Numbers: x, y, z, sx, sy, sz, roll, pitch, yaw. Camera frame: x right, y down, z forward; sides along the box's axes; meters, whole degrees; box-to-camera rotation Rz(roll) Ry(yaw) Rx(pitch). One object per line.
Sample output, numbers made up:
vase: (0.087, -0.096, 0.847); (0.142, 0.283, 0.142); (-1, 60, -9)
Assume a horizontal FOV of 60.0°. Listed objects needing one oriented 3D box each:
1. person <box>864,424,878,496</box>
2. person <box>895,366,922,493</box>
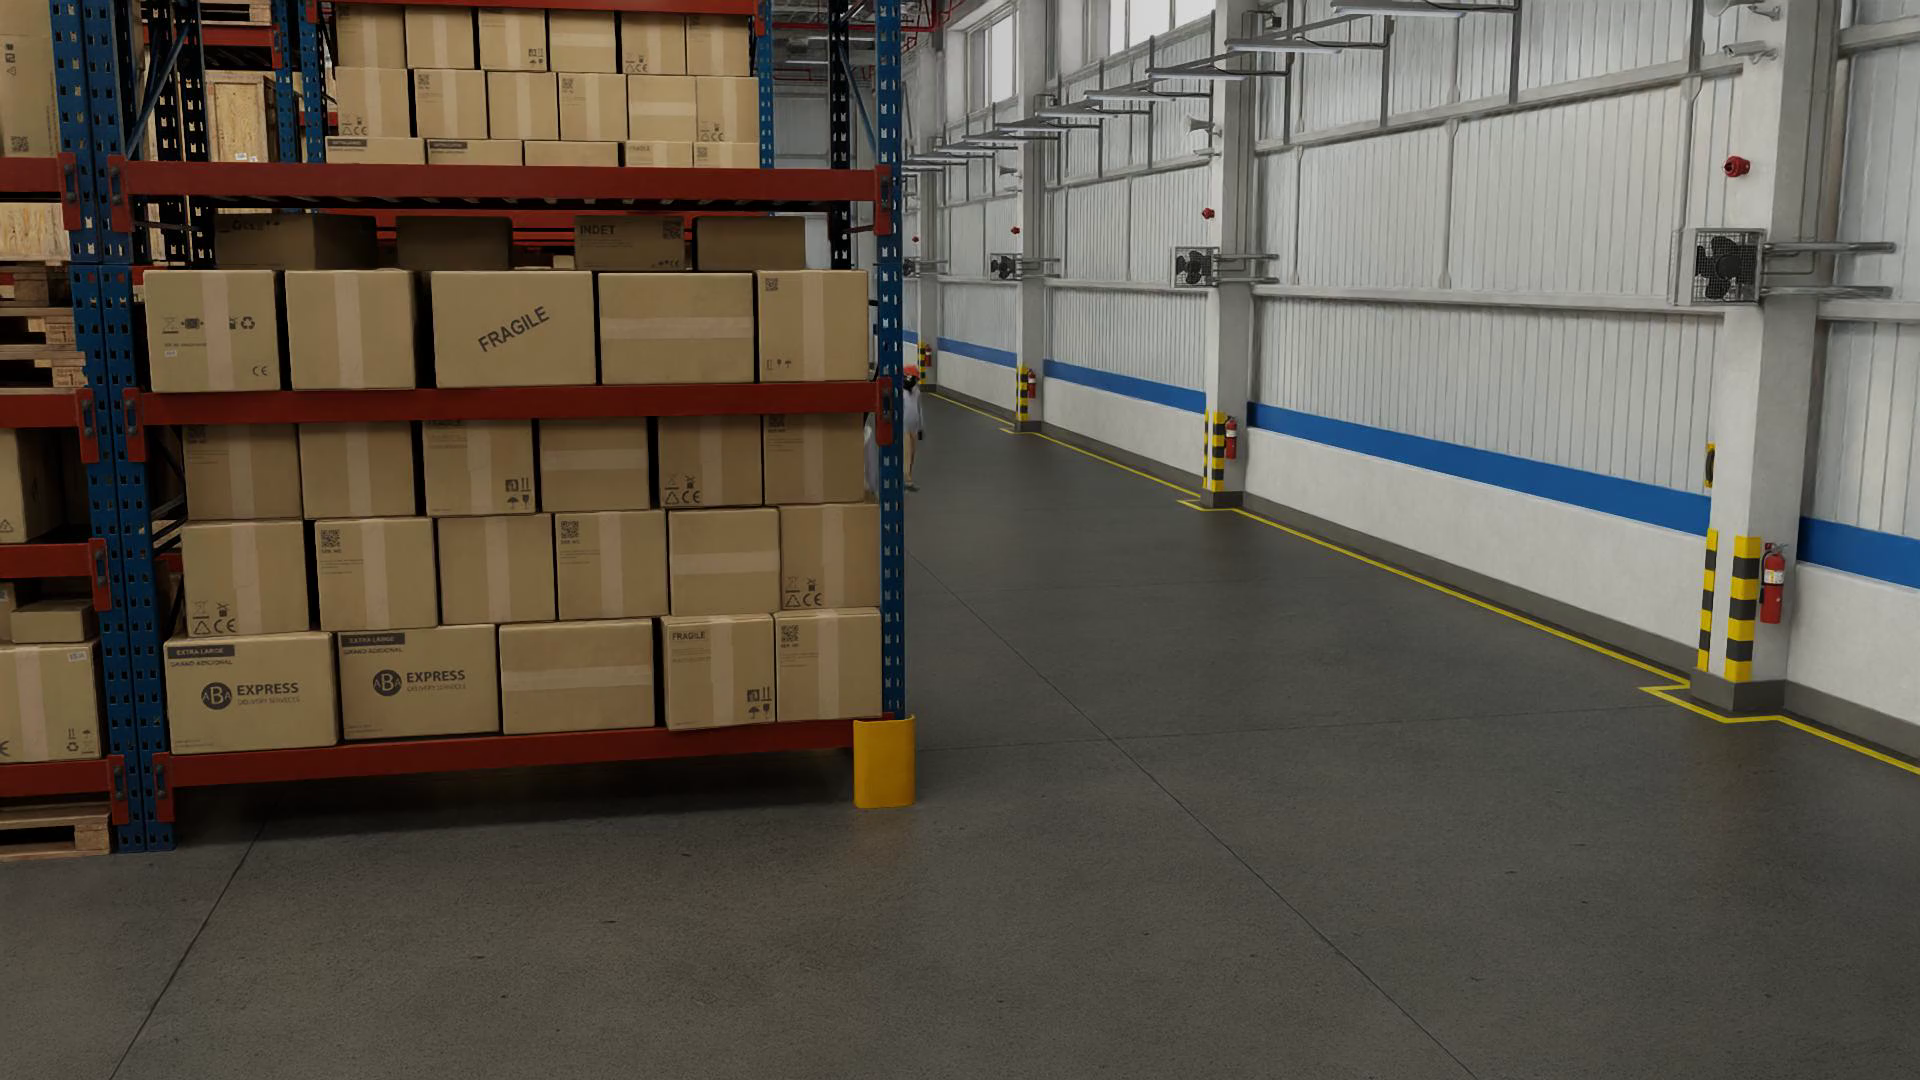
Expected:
person: (-1.084, -0.493, 15.782); (0.608, 1.910, 0.803); (-1, 9, -4)
person: (-0.680, -1.522, 22.692); (0.657, 1.696, 0.612); (7, 12, 36)
